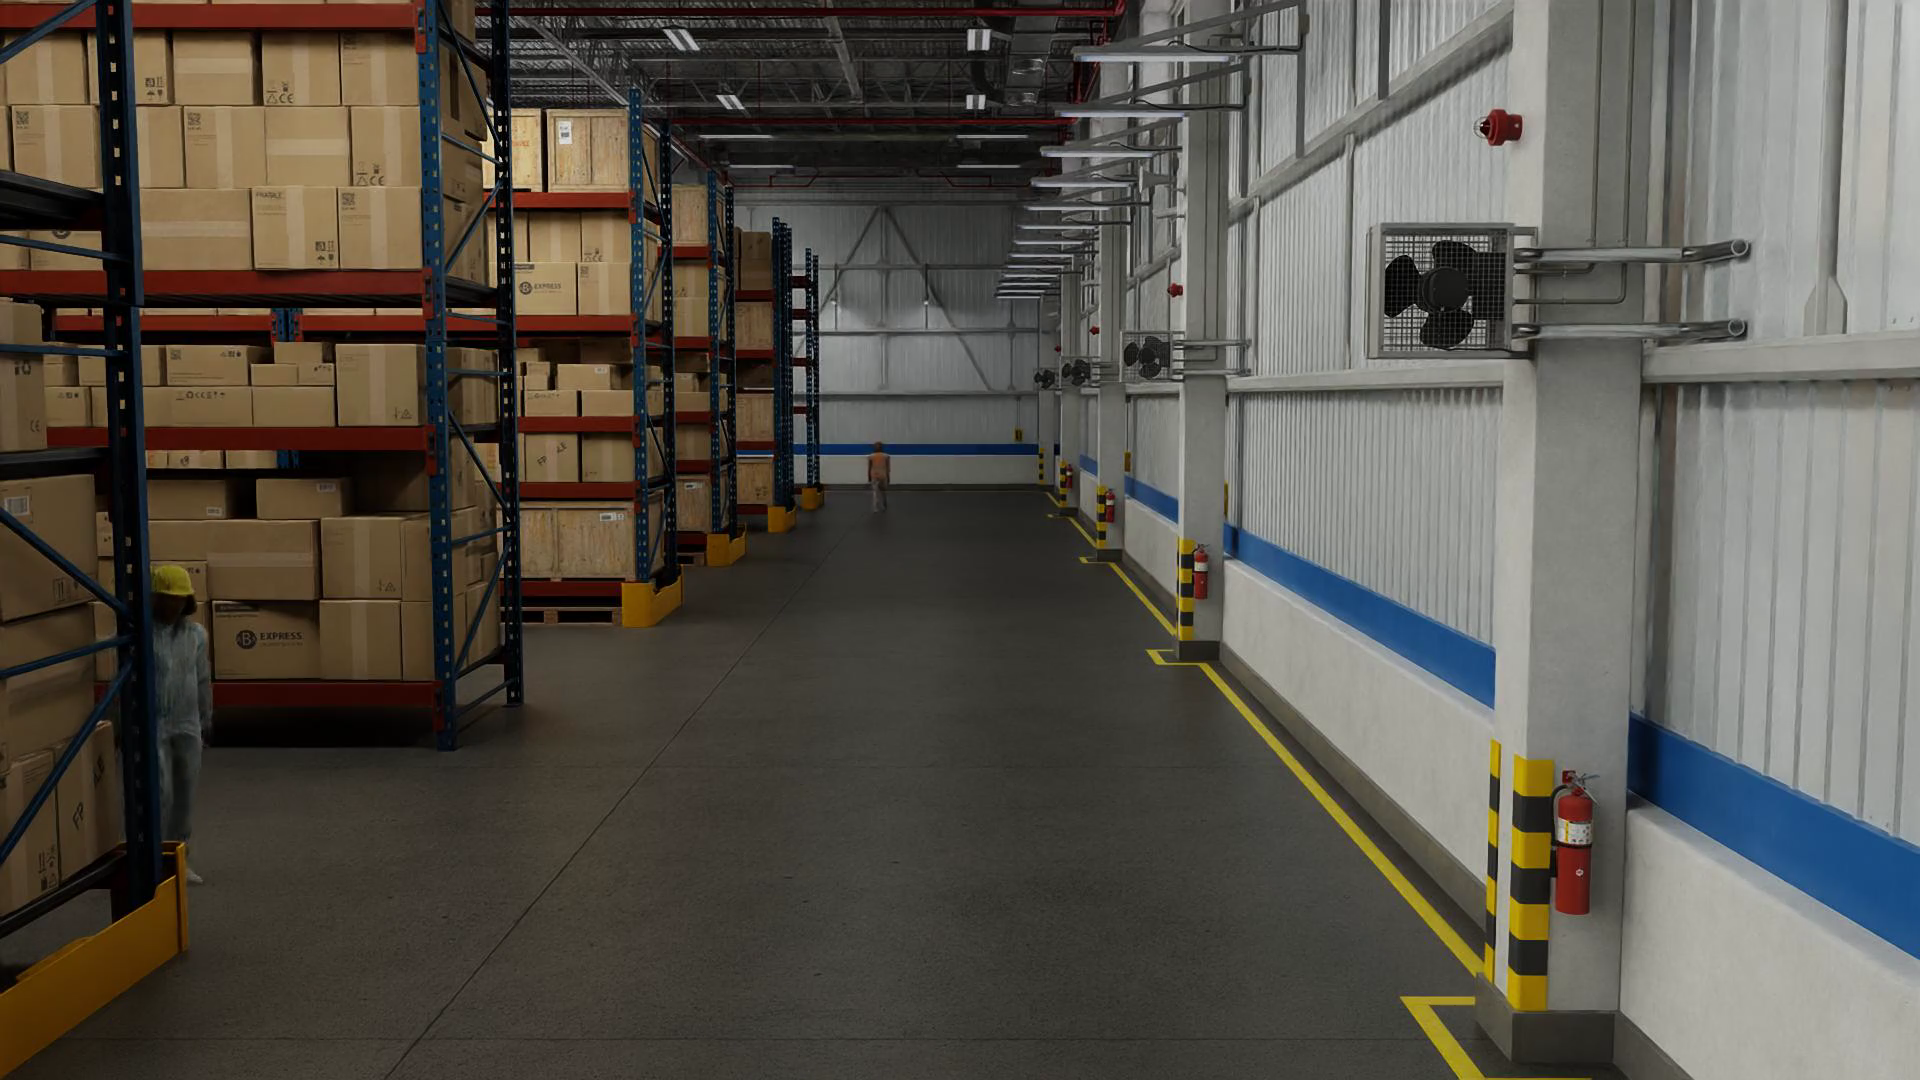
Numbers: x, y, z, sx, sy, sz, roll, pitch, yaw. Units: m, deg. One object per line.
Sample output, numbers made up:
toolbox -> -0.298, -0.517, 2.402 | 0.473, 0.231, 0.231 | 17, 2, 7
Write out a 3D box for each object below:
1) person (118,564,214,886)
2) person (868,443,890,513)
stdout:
person -> -4.246, 0.989, 8.930 | 0.401, 1.729, 0.494 | 3, 6, 34
person -> -1.832, -1.411, 37.719 | 0.541, 1.587, 0.848 | 1, 5, 9
